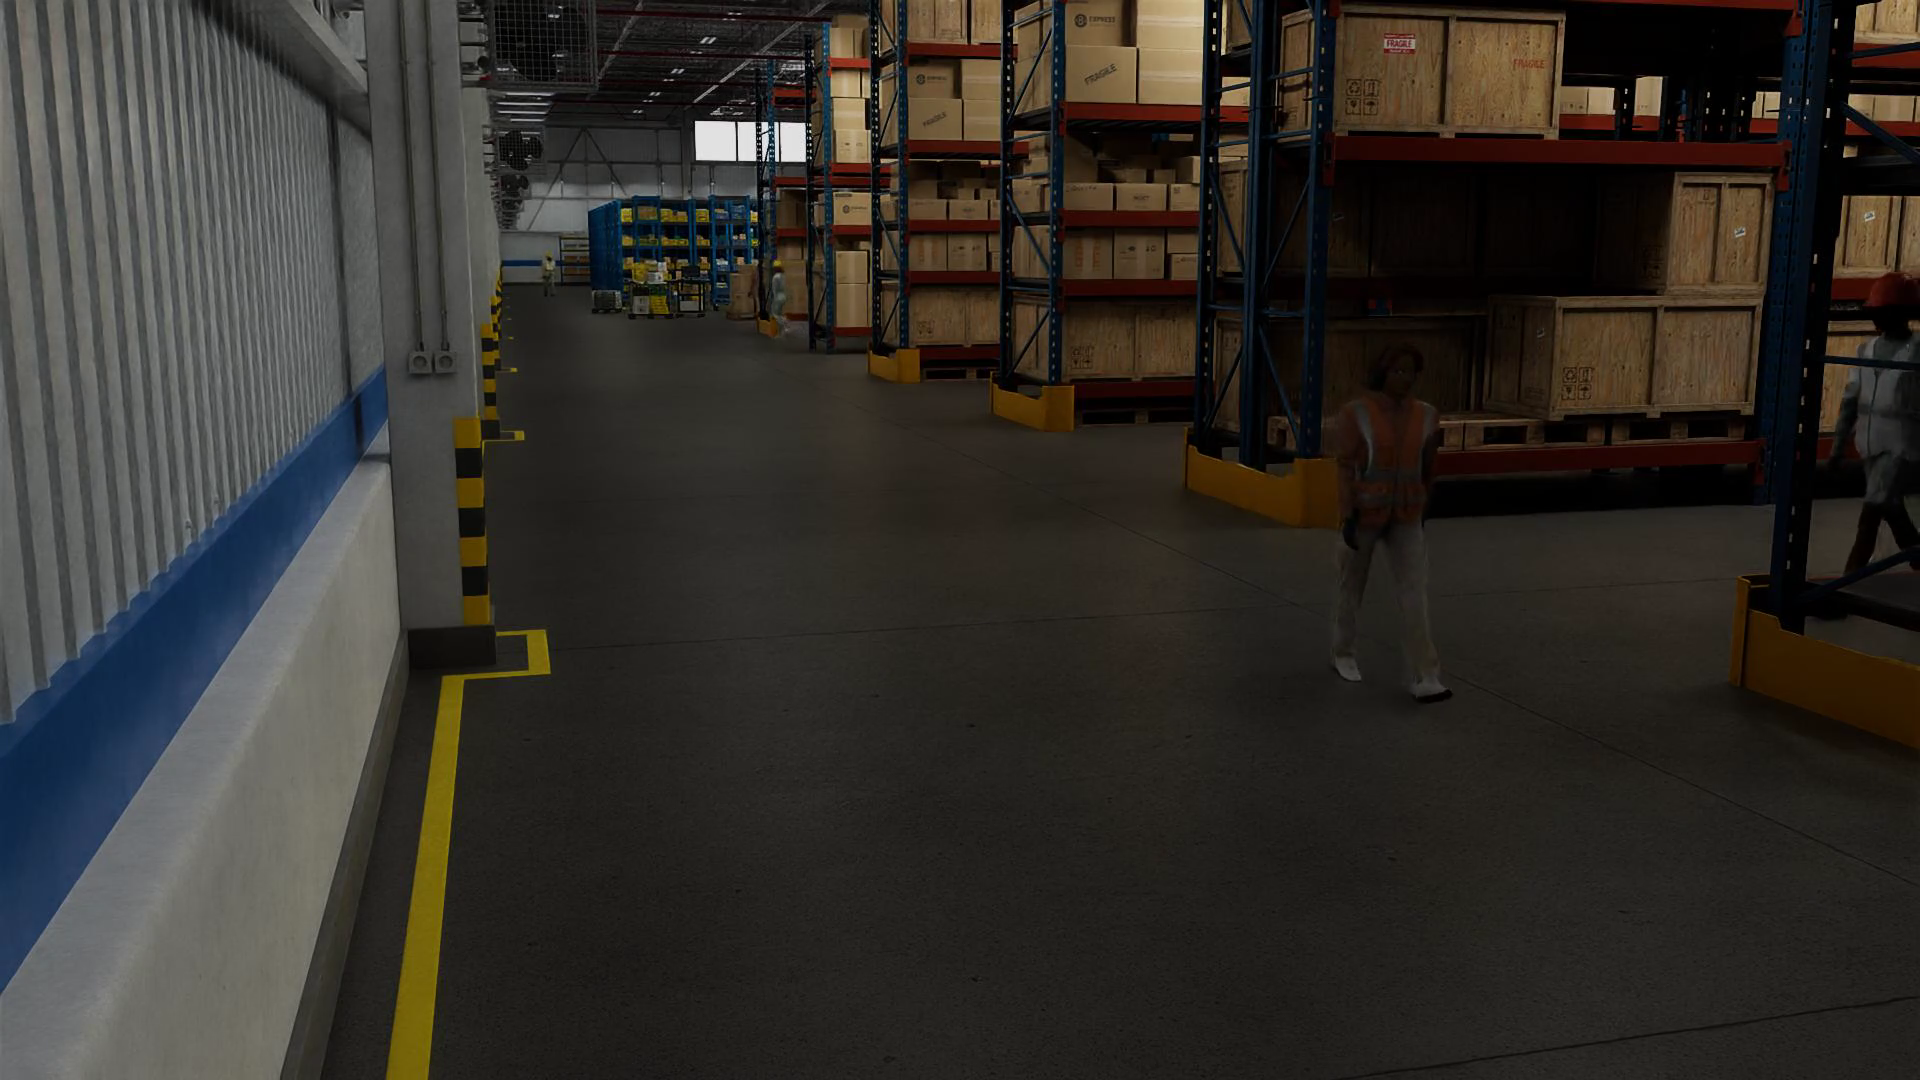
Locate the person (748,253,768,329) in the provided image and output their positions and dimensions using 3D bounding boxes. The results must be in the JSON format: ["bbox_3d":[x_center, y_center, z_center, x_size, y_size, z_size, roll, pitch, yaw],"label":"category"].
[{"bbox_3d":[-4.843,-6.145,41.068,0.651,1.862,0.986,5,11,25],"label":"person"}]

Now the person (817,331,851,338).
[{"bbox_3d":[-2.726,-5.412,36.817,0.951,1.903,0.554,-2,10,-11],"label":"person"}]

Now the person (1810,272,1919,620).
[{"bbox_3d":[5.079,-0.512,9.101,1.008,1.891,0.564,-3,10,-16],"label":"person"}]

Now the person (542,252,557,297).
[{"bbox_3d":[-16.457,-10.634,66.611,0.598,1.812,0.714,-5,11,-25],"label":"person"}]

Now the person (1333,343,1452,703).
[{"bbox_3d":[1.919,-0.078,7.468,0.518,1.592,0.870,-1,10,-7],"label":"person"}]

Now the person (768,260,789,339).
[{"bbox_3d":[-3.991,-5.275,36.482,0.383,1.733,0.495,3,11,19],"label":"person"}]
